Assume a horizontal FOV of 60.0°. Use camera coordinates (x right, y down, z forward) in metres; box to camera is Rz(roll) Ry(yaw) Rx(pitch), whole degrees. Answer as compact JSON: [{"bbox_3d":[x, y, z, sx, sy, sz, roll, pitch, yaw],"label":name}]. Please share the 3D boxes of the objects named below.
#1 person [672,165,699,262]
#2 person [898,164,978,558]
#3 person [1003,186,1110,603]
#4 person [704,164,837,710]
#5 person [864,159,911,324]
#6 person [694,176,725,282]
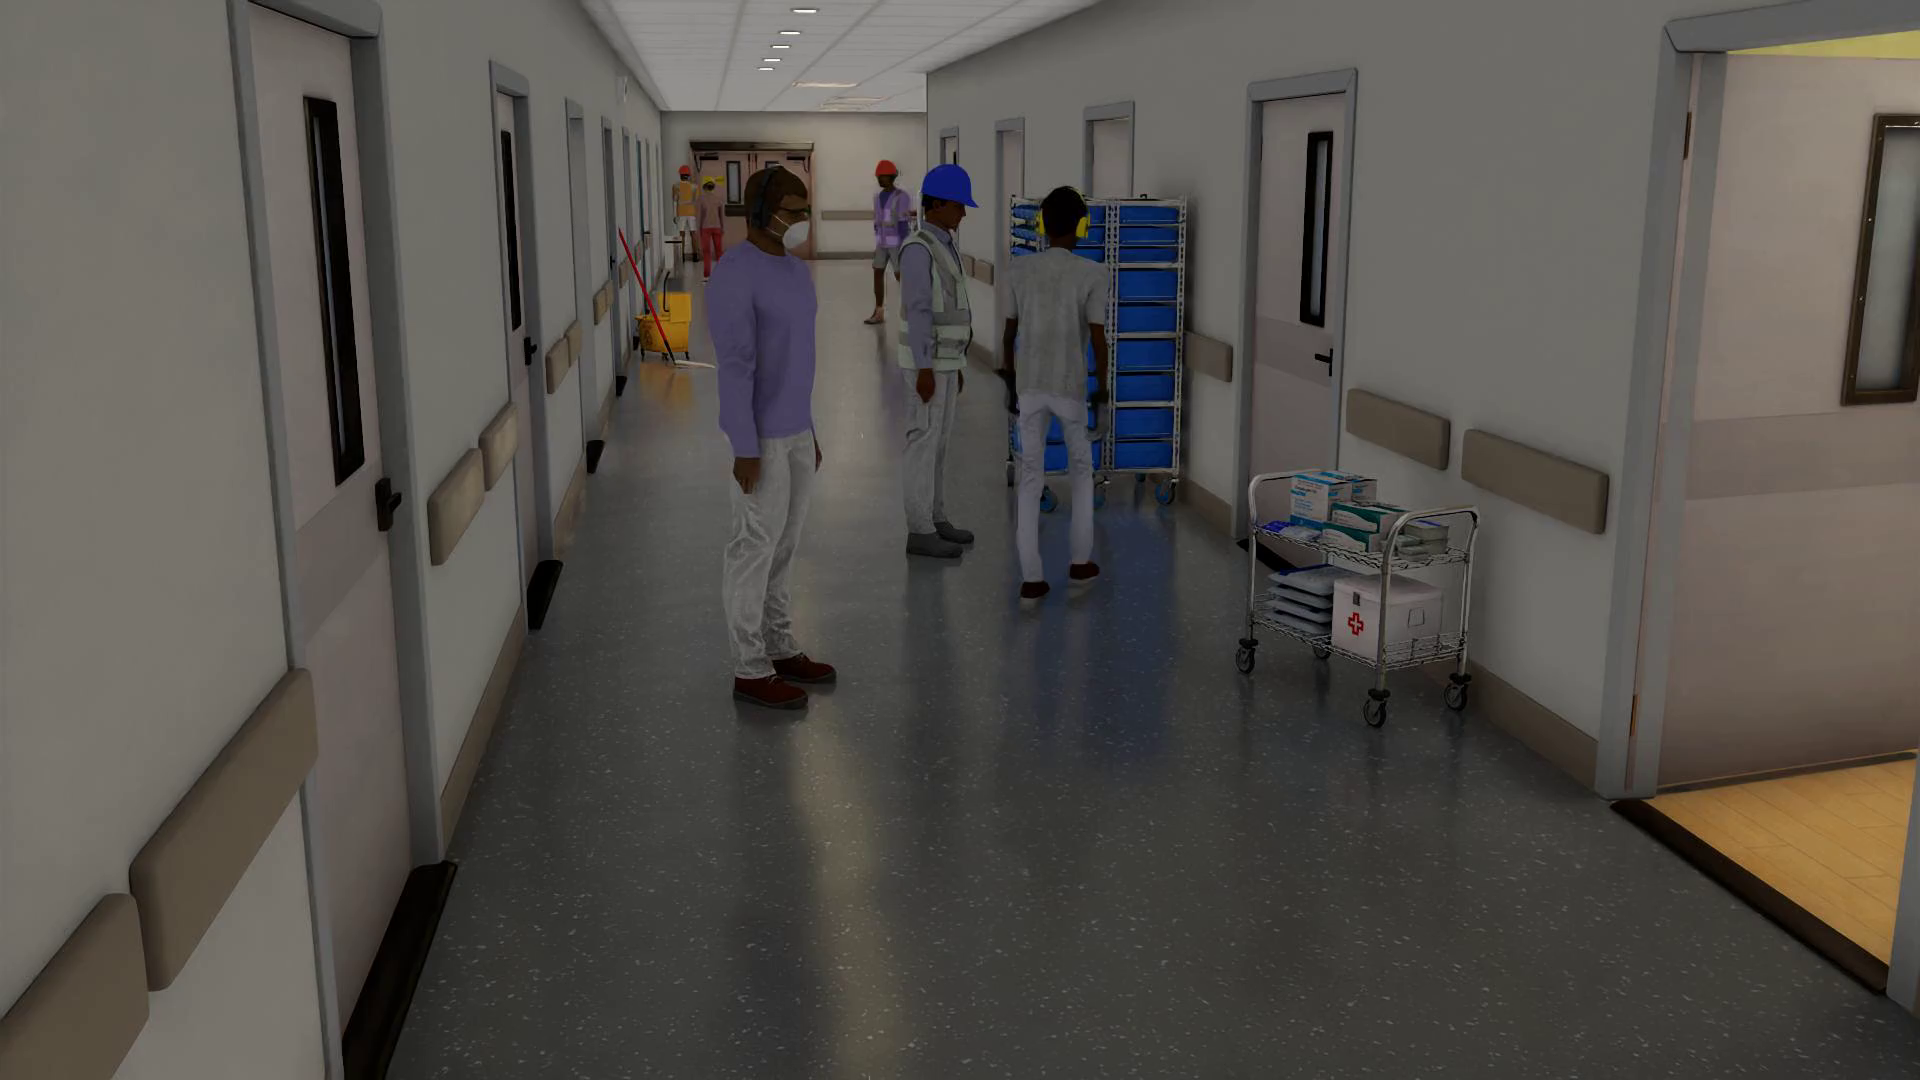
[{"bbox_3d":[-5.540,-6.595,33.662,0.552,1.939,0.352,-3,13,-13],"label":"person"},{"bbox_3d":[-0.113,-0.893,8.342,0.403,1.940,0.602,3,13,13],"label":"person"},{"bbox_3d":[0.434,-0.664,7.559,0.545,1.841,0.757,4,13,16],"label":"person"},{"bbox_3d":[-0.677,-0.371,6.032,0.369,1.937,0.631,4,13,17],"label":"person"},{"bbox_3d":[-0.802,-3.695,20.644,0.608,2.018,0.867,11,17,40],"label":"person"},{"bbox_3d":[-4.226,-5.230,28.008,0.540,1.761,0.384,-7,15,-30],"label":"person"}]
